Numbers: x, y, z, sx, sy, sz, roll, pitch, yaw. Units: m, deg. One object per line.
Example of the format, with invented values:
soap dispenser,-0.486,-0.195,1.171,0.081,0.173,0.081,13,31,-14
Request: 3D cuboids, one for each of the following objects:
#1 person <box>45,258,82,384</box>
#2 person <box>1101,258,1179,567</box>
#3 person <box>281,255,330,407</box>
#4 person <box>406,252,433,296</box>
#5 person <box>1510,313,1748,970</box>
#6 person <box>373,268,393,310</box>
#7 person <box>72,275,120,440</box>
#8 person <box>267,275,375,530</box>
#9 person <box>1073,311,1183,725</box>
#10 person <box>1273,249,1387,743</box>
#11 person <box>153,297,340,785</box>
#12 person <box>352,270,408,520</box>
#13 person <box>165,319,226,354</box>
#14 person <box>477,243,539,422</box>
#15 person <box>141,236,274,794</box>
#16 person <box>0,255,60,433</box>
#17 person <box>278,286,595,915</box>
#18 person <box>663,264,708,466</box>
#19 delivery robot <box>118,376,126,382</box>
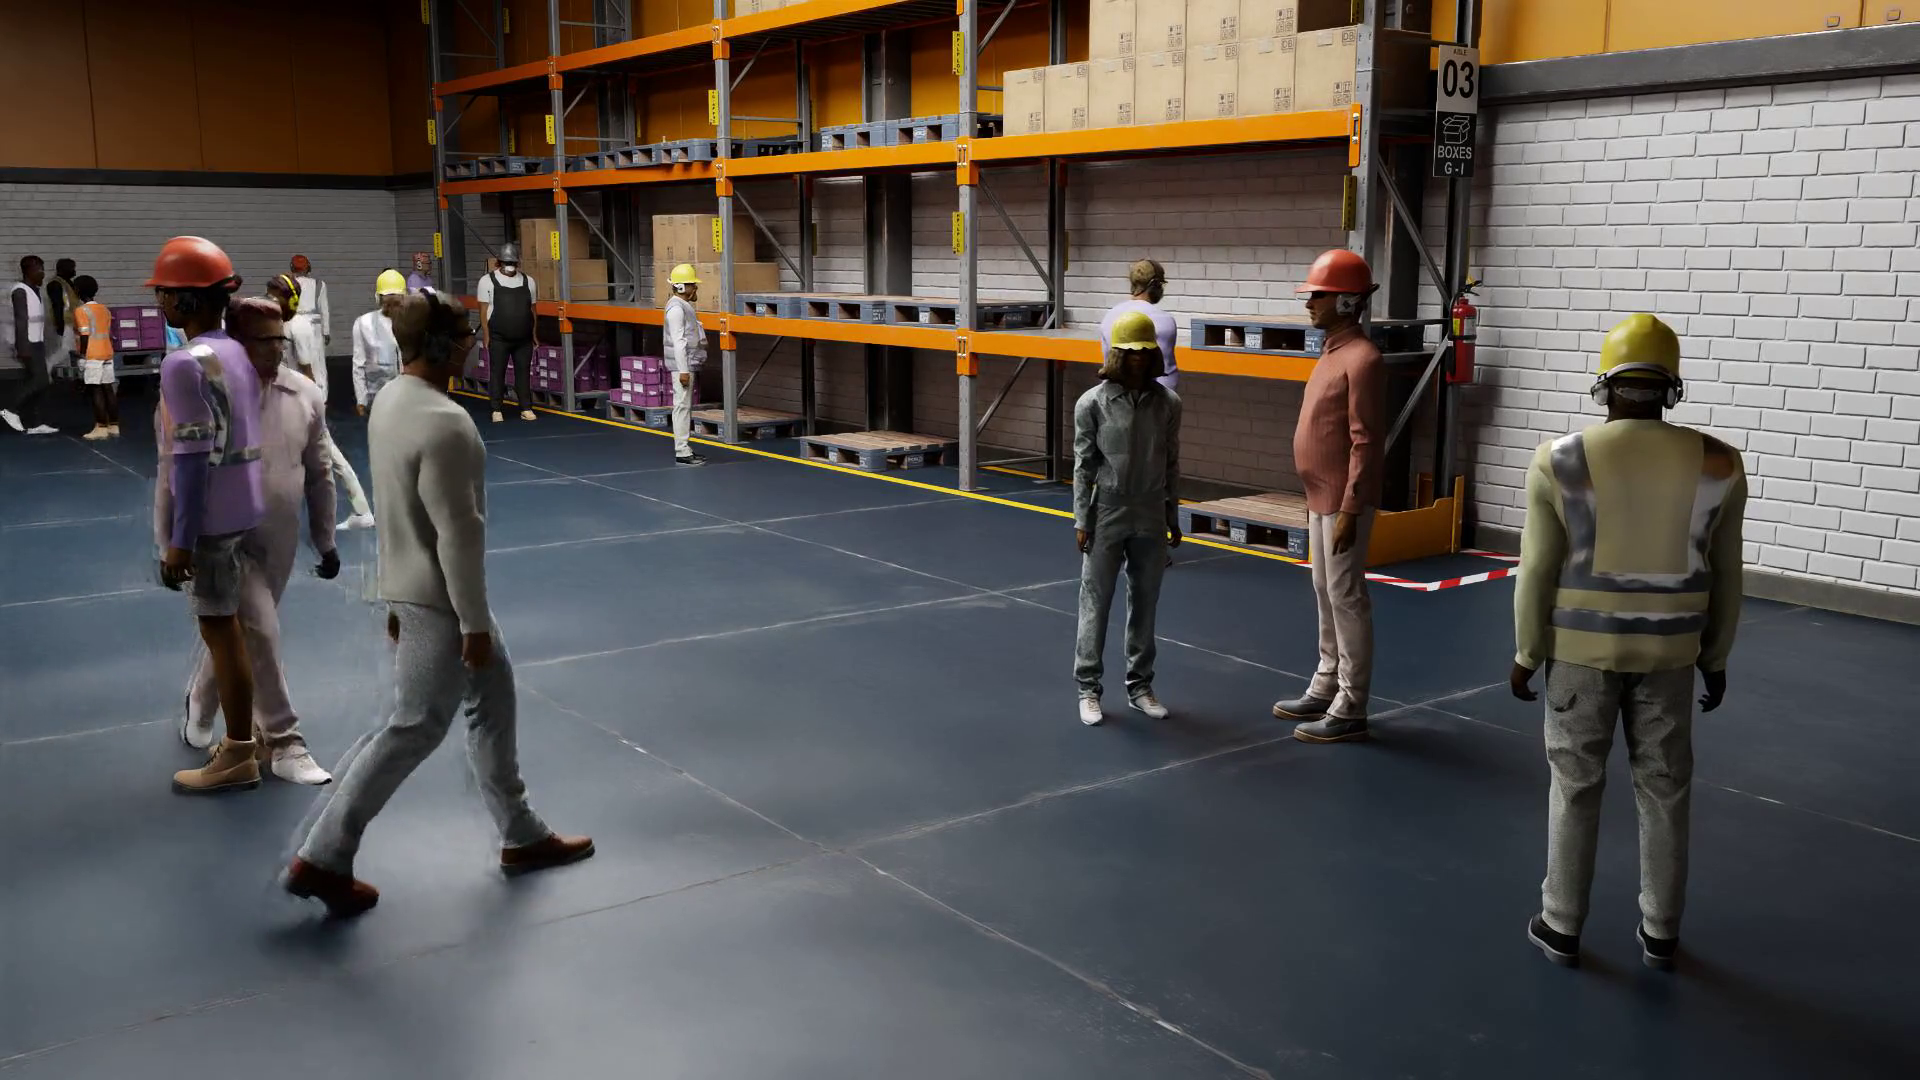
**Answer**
person,-12.531,-3.027,23.251,0.623,1.821,0.630,0,10,-2
person,1.126,-0.785,10.397,0.360,1.932,0.628,-7,12,-34
person,-8.047,-2.557,20.451,0.578,1.881,0.346,-6,12,-30
person,-6.896,-2.744,21.440,0.403,1.906,0.651,-3,10,-14
person,1.844,0.291,4.646,0.600,1.830,0.403,1,10,8
person,-9.126,-3.542,26.667,0.502,1.632,0.279,-5,11,-26
person,-8.954,-1.881,17.193,0.317,1.696,0.565,0,10,2
person,-4.589,-0.929,11.545,0.981,1.806,0.616,-2,10,-13
person,0.715,-0.087,7.012,0.492,1.742,0.323,-3,11,-18
person,1.528,-0.173,6.782,0.378,1.996,0.611,0,10,-1
person,-2.792,-0.023,6.434,0.996,1.842,0.649,7,12,33
person,-4.143,-1.065,12.244,0.603,1.828,0.404,-4,11,-23
person,-6.526,-1.351,14.292,0.577,1.686,0.479,-6,12,-32
person,-5.100,-2.363,18.924,0.678,2.000,0.537,-6,12,-32
person,-2.762,-0.086,6.158,0.365,2.047,0.608,0,10,0
person,-9.901,-2.069,17.675,0.463,1.895,0.631,-3,11,-16
person,-1.650,0.182,5.084,0.965,1.903,0.638,-6,12,-30
person,-2.500,-1.592,15.190,0.404,1.833,0.588,-1,10,-6
delivery robot,-11.696,-2.378,22.910,0.477,0.478,0.707,9,13,40
